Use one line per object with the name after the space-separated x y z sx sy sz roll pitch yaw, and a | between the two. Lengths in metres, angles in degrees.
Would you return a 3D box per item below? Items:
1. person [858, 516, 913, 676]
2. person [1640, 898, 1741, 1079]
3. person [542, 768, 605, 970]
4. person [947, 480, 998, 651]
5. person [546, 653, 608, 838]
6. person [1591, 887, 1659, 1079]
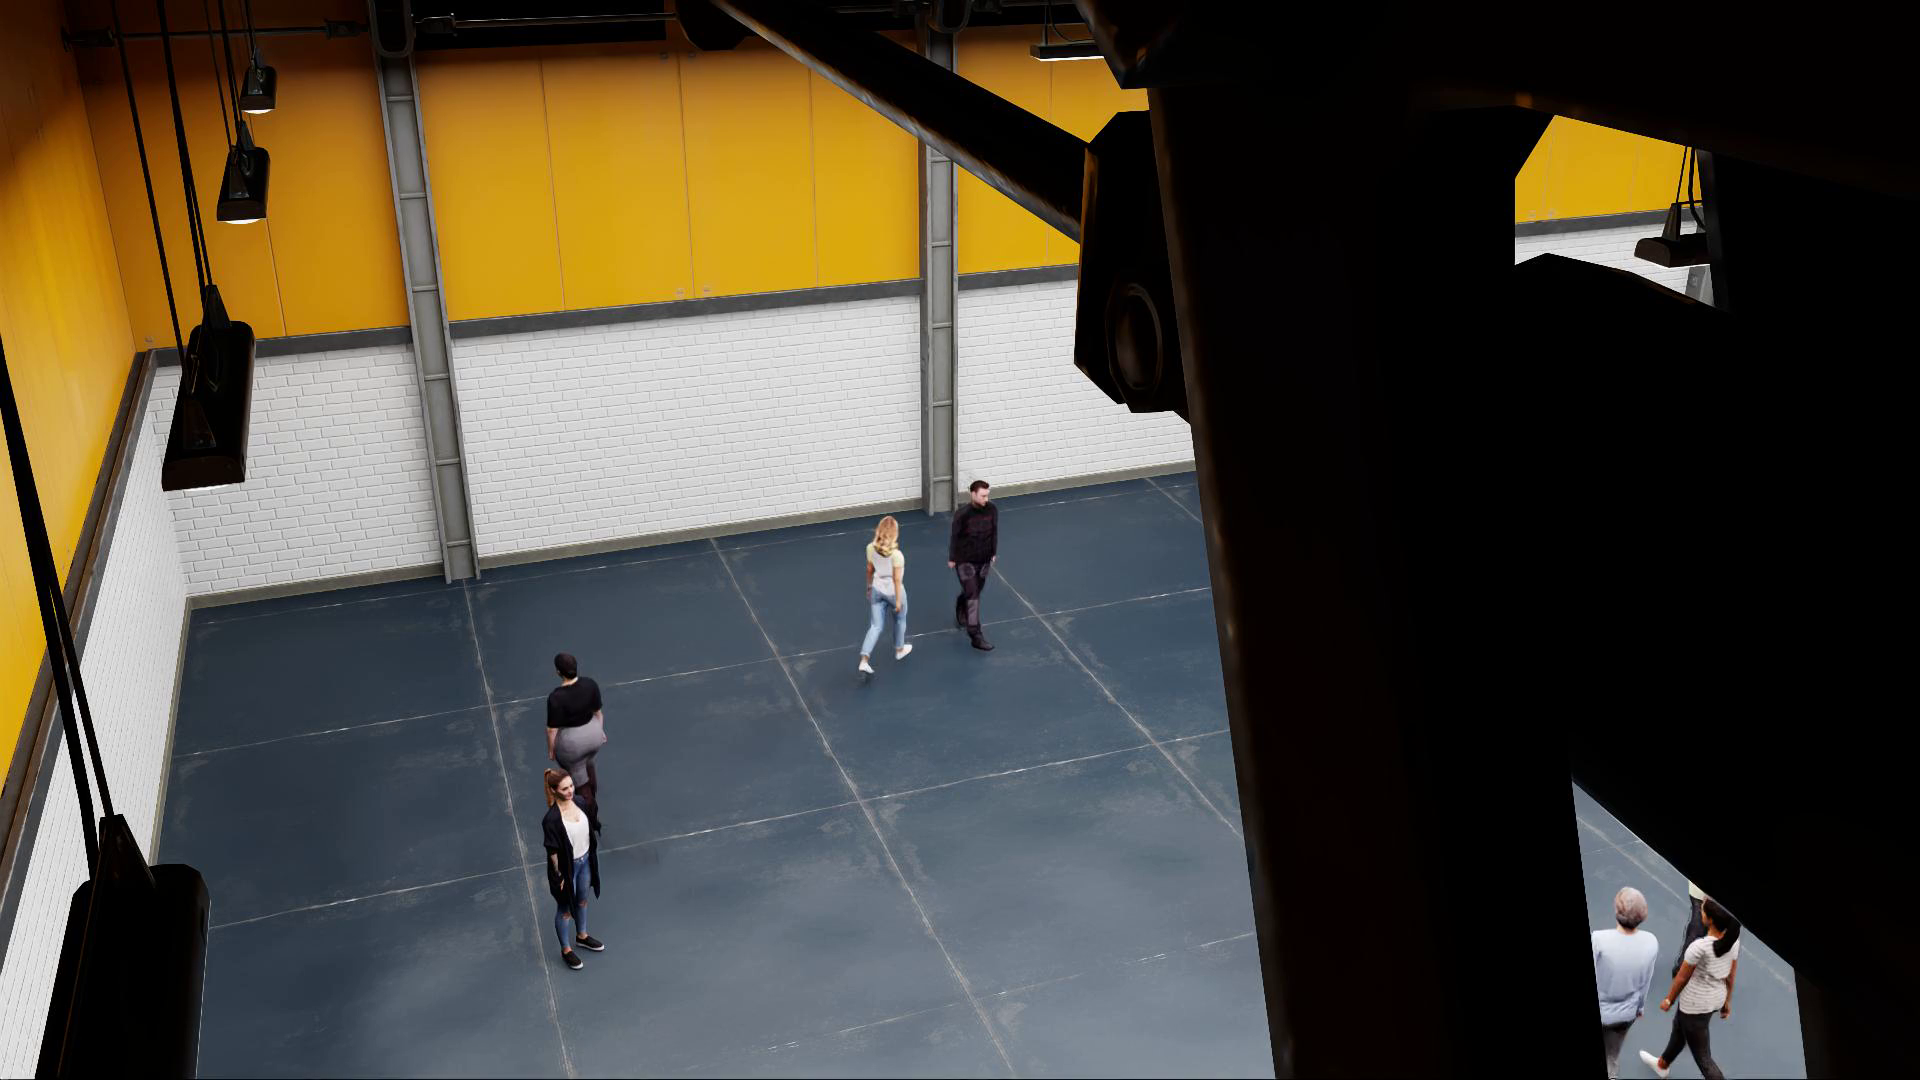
-0.819 0.612 17.183 1.081 1.687 1.206 13 27 27 | person
5.111 3.214 11.325 1.079 1.611 0.727 -12 26 -25 | person
-3.020 2.505 12.856 0.776 1.684 0.698 13 27 27 | person
0.090 0.195 17.910 1.235 1.868 0.962 -13 27 -27 | person
-3.239 1.802 14.394 0.850 1.739 0.761 20 31 38 | person
4.332 3.184 11.058 0.862 1.878 0.885 0 24 1 | person
